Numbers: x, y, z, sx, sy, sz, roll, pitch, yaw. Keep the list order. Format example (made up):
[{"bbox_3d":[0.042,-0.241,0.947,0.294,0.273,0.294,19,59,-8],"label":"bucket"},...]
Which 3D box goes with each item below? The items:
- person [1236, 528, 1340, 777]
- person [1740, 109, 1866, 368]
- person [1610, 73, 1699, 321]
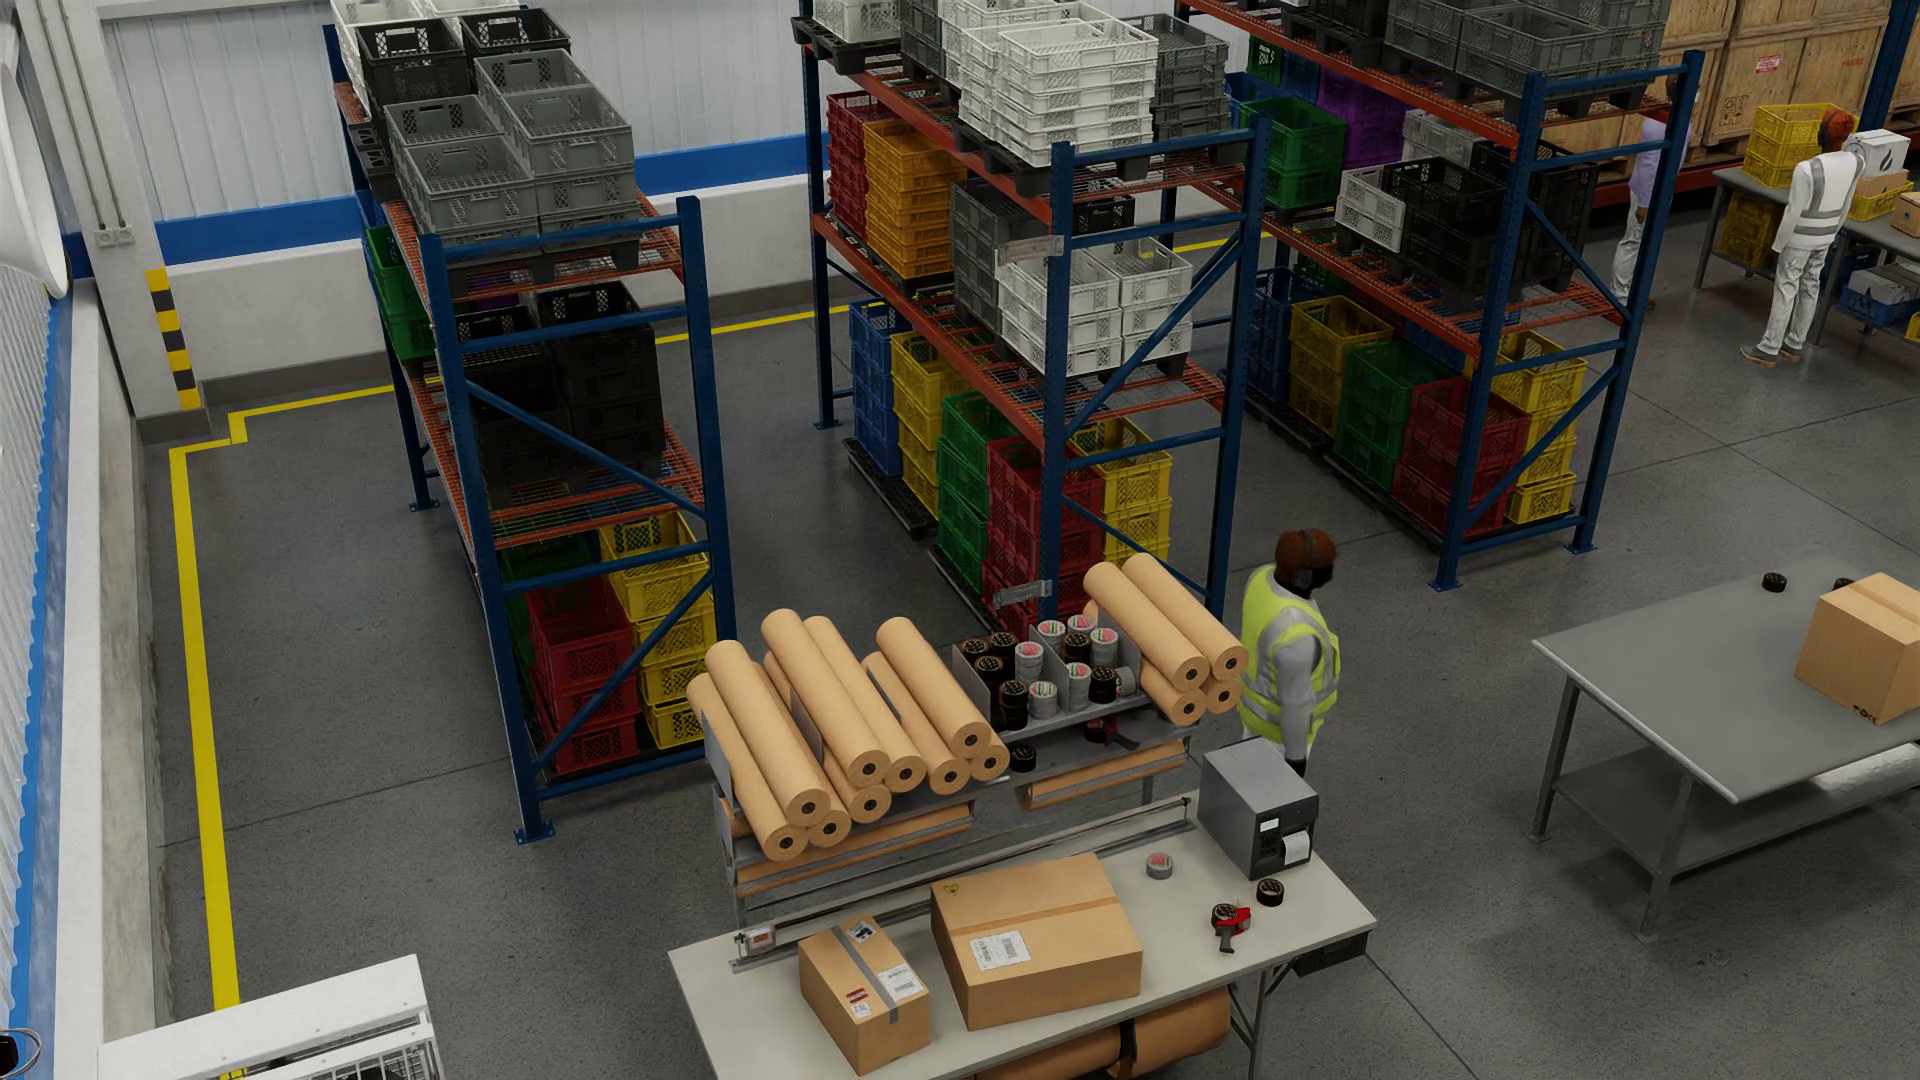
[{"bbox_3d":[1.408,0.748,7.243,0.429,1.842,0.624,-3,32,-5],"label":"person"},{"bbox_3d":[6.053,-2.150,11.911,0.574,1.883,0.356,-12,34,-19],"label":"person"},{"bbox_3d":[5.281,-2.636,12.647,0.372,1.940,0.627,22,38,31],"label":"person"}]
